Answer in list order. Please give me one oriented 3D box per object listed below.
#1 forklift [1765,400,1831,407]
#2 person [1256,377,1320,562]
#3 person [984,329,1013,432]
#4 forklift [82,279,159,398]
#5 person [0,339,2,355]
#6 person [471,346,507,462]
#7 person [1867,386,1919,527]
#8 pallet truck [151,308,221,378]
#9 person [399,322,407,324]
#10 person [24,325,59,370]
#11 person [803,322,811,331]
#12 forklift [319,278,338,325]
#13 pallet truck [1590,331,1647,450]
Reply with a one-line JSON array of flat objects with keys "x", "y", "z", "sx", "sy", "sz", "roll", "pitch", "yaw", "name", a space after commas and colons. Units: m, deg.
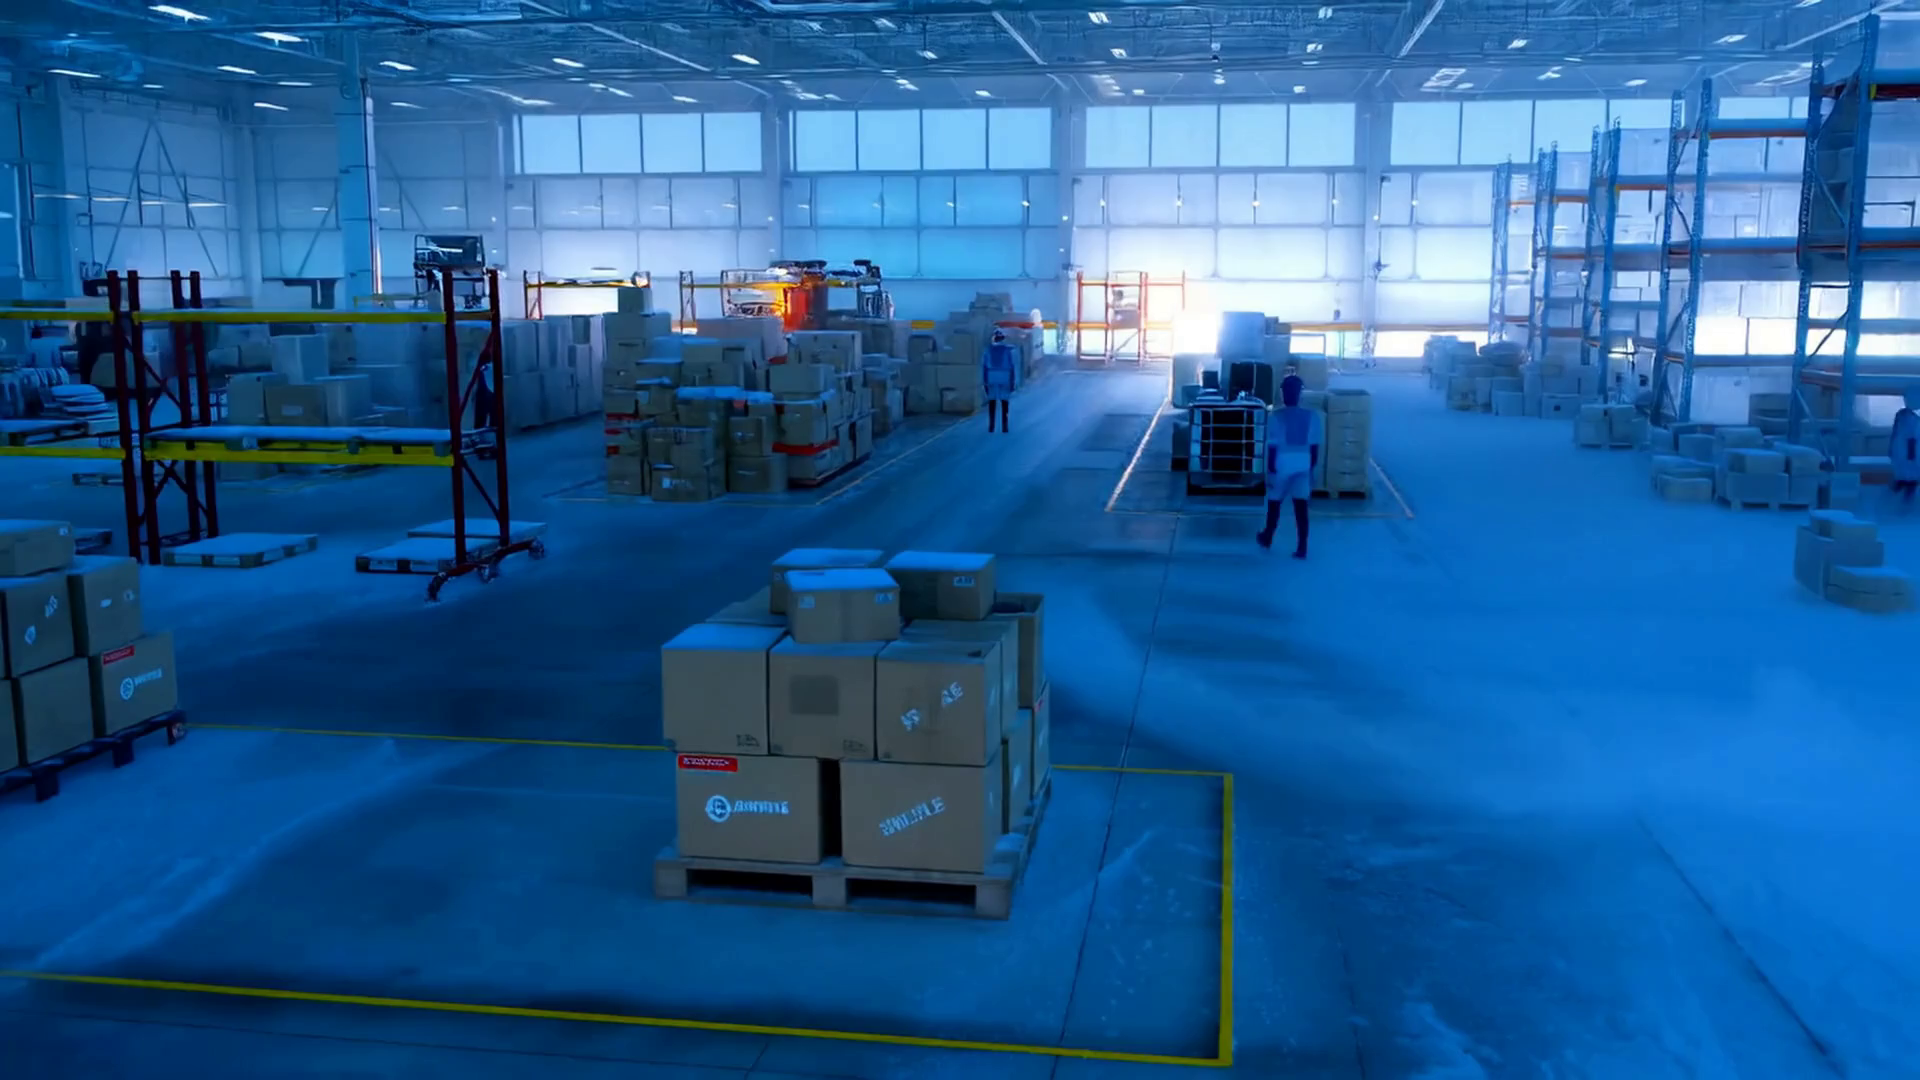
[{"x": 18.696, "y": -4.341, "z": 36.689, "sx": 1.873, "sy": 2.768, "sz": 1.129, "roll": 1, "pitch": 9, "yaw": 9, "name": "forklift"}, {"x": 3.476, "y": -0.764, "z": 17.583, "sx": 0.633, "sy": 1.908, "sz": 1.014, "roll": -2, "pitch": 9, "yaw": -10, "name": "person"}, {"x": 0.718, "y": -2.989, "z": 31.249, "sx": 0.551, "sy": 1.936, "sz": 0.356, "roll": 0, "pitch": 9, "yaw": 0, "name": "person"}, {"x": -20.069, "y": -4.732, "z": 39.101, "sx": 1.873, "sy": 2.768, "sz": 1.129, "roll": 1, "pitch": 9, "yaw": 9, "name": "forklift"}, {"x": -22.392, "y": -4.099, "z": 38.447, "sx": 0.578, "sy": 1.835, "sz": 0.993, "roll": 2, "pitch": 10, "yaw": 14, "name": "person"}, {"x": -7.483, "y": -2.151, "z": 26.367, "sx": 0.517, "sy": 1.843, "sz": 0.325, "roll": 2, "pitch": 10, "yaw": 15, "name": "person"}, {"x": 11.142, "y": -0.986, "z": 19.680, "sx": 0.479, "sy": 1.678, "sz": 0.541, "roll": 2, "pitch": 9, "yaw": 10, "name": "person"}, {"x": -21.869, "y": -5.598, "z": 47.154, "sx": 0.823, "sy": 1.965, "sz": 1.885, "roll": 4, "pitch": 10, "yaw": 26, "name": "pallet truck"}, {"x": -14.477, "y": -4.971, "z": 43.564, "sx": 0.631, "sy": 1.917, "sz": 0.868, "roll": 6, "pitch": 11, "yaw": 32, "name": "person"}, {"x": -18.745, "y": -3.431, "z": 34.003, "sx": 0.505, "sy": 1.927, "sz": 0.648, "roll": 8, "pitch": 12, "yaw": 42, "name": "person"}, {"x": -3.337, "y": -3.807, "z": 36.393, "sx": 0.606, "sy": 1.901, "sz": 0.453, "roll": 1, "pitch": 9, "yaw": 7, "name": "person"}, {"x": -16.429, "y": -5.429, "z": 43.396, "sx": 1.873, "sy": 2.768, "sz": 1.129, "roll": -3, "pitch": 10, "yaw": -17, "name": "forklift"}, {"x": 11.253, "y": -2.573, "z": 28.499, "sx": 0.823, "sy": 1.965, "sz": 1.885, "roll": 5, "pitch": 10, "yaw": 27, "name": "pallet truck"}]
